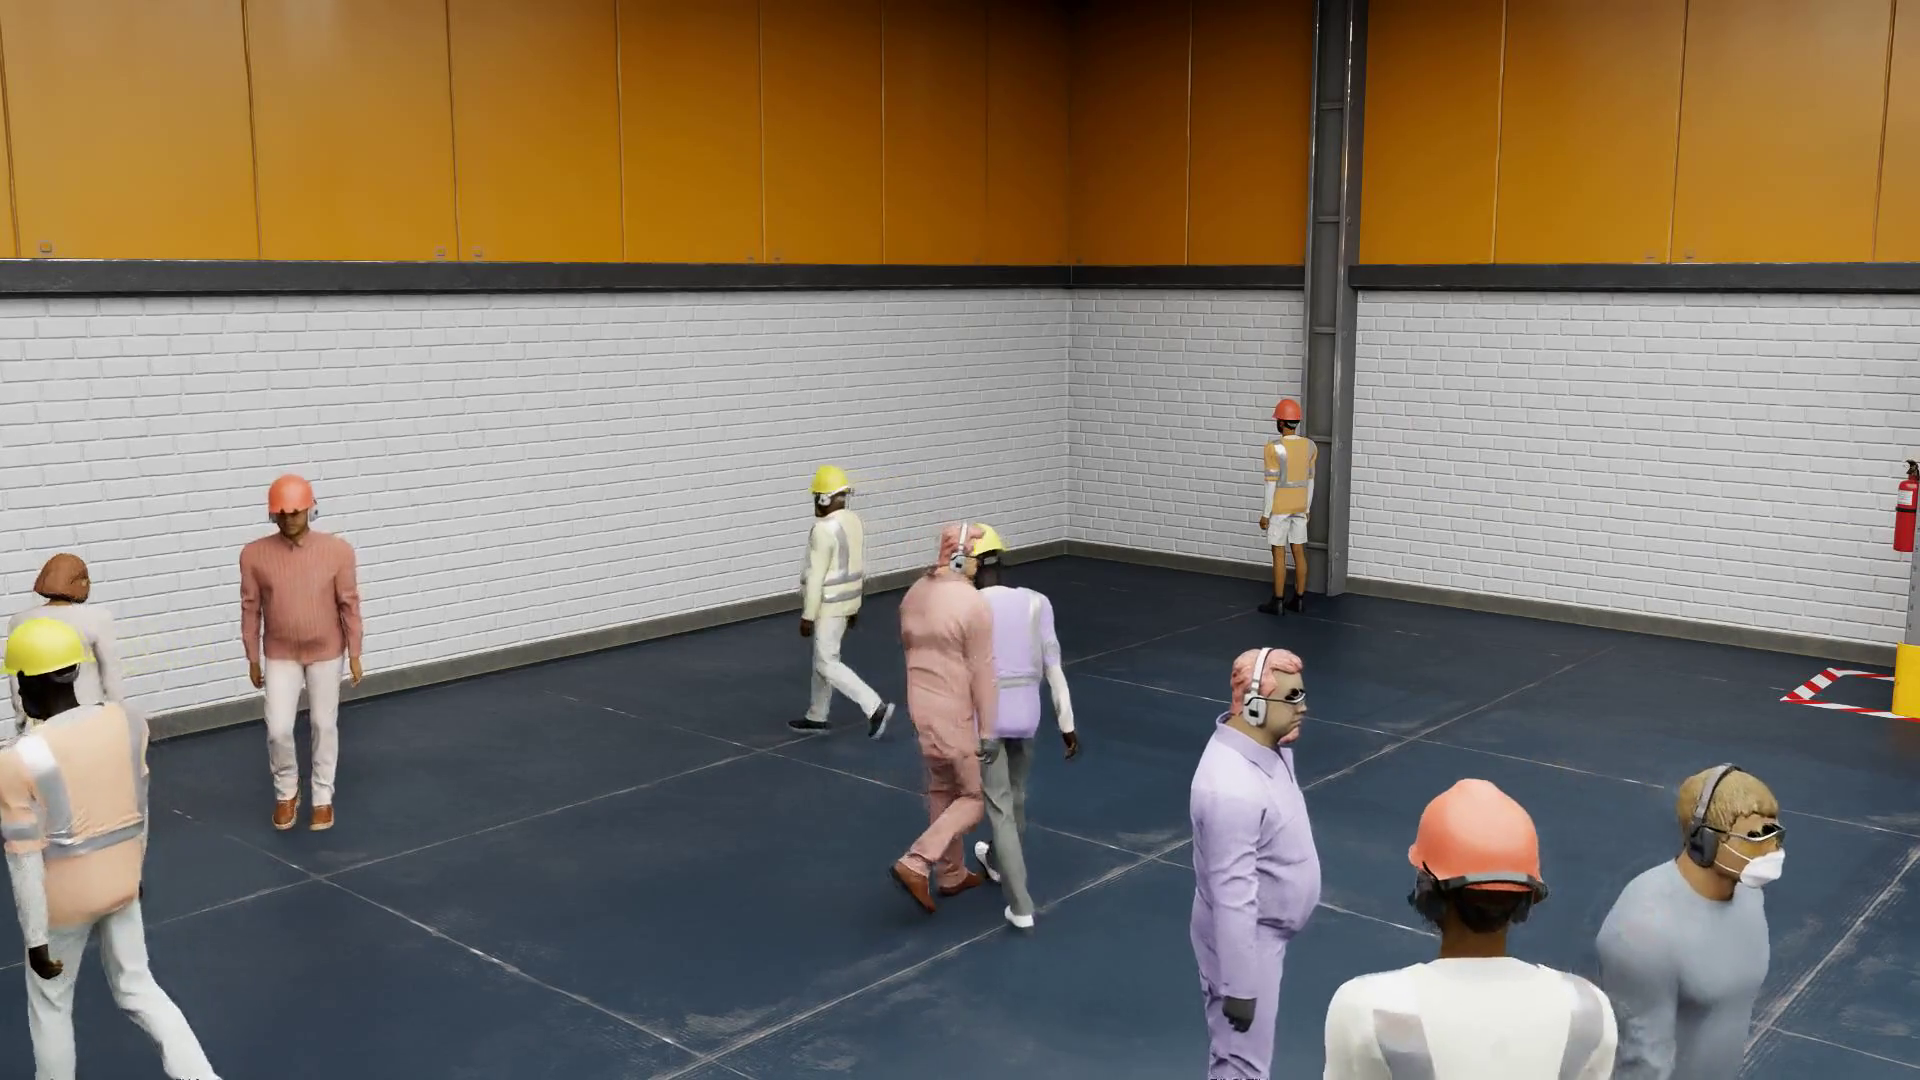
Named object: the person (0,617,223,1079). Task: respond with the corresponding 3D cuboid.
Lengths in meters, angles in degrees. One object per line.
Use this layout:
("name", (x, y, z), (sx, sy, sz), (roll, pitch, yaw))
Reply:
("person", (-2.928, 1.197, 5.661), (0.832, 1.899, 0.593), (4, 10, 24))

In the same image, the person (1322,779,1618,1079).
("person", (1.032, 1.502, 3.344), (0.608, 2.023, 0.818), (-2, 9, -11))

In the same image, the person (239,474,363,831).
("person", (-3.567, 0.620, 9.043), (0.618, 1.977, 0.440), (-3, 10, -19))

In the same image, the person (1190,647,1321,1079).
("person", (0.925, 1.265, 5.235), (0.398, 1.899, 0.660), (2, 9, 14))

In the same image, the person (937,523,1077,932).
("person", (0.170, 0.851, 7.926), (0.661, 1.858, 0.949), (-3, 10, -20))

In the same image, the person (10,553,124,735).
("person", (-4.554, 0.880, 8.502), (0.540, 1.626, 0.313), (-2, 9, -11))

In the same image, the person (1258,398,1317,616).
("person", (2.912, -0.294, 14.875), (0.550, 1.937, 0.365), (-5, 10, -28))

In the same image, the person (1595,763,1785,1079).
("person", (1.748, 1.445, 4.174), (0.617, 1.887, 1.046), (-6, 11, -33))

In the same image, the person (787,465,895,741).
("person", (-0.782, 0.418, 10.803), (0.758, 1.812, 0.594), (3, 9, 16))

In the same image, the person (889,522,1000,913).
("person", (-0.053, 0.847, 7.876), (0.612, 1.889, 0.672), (-7, 11, -36))
